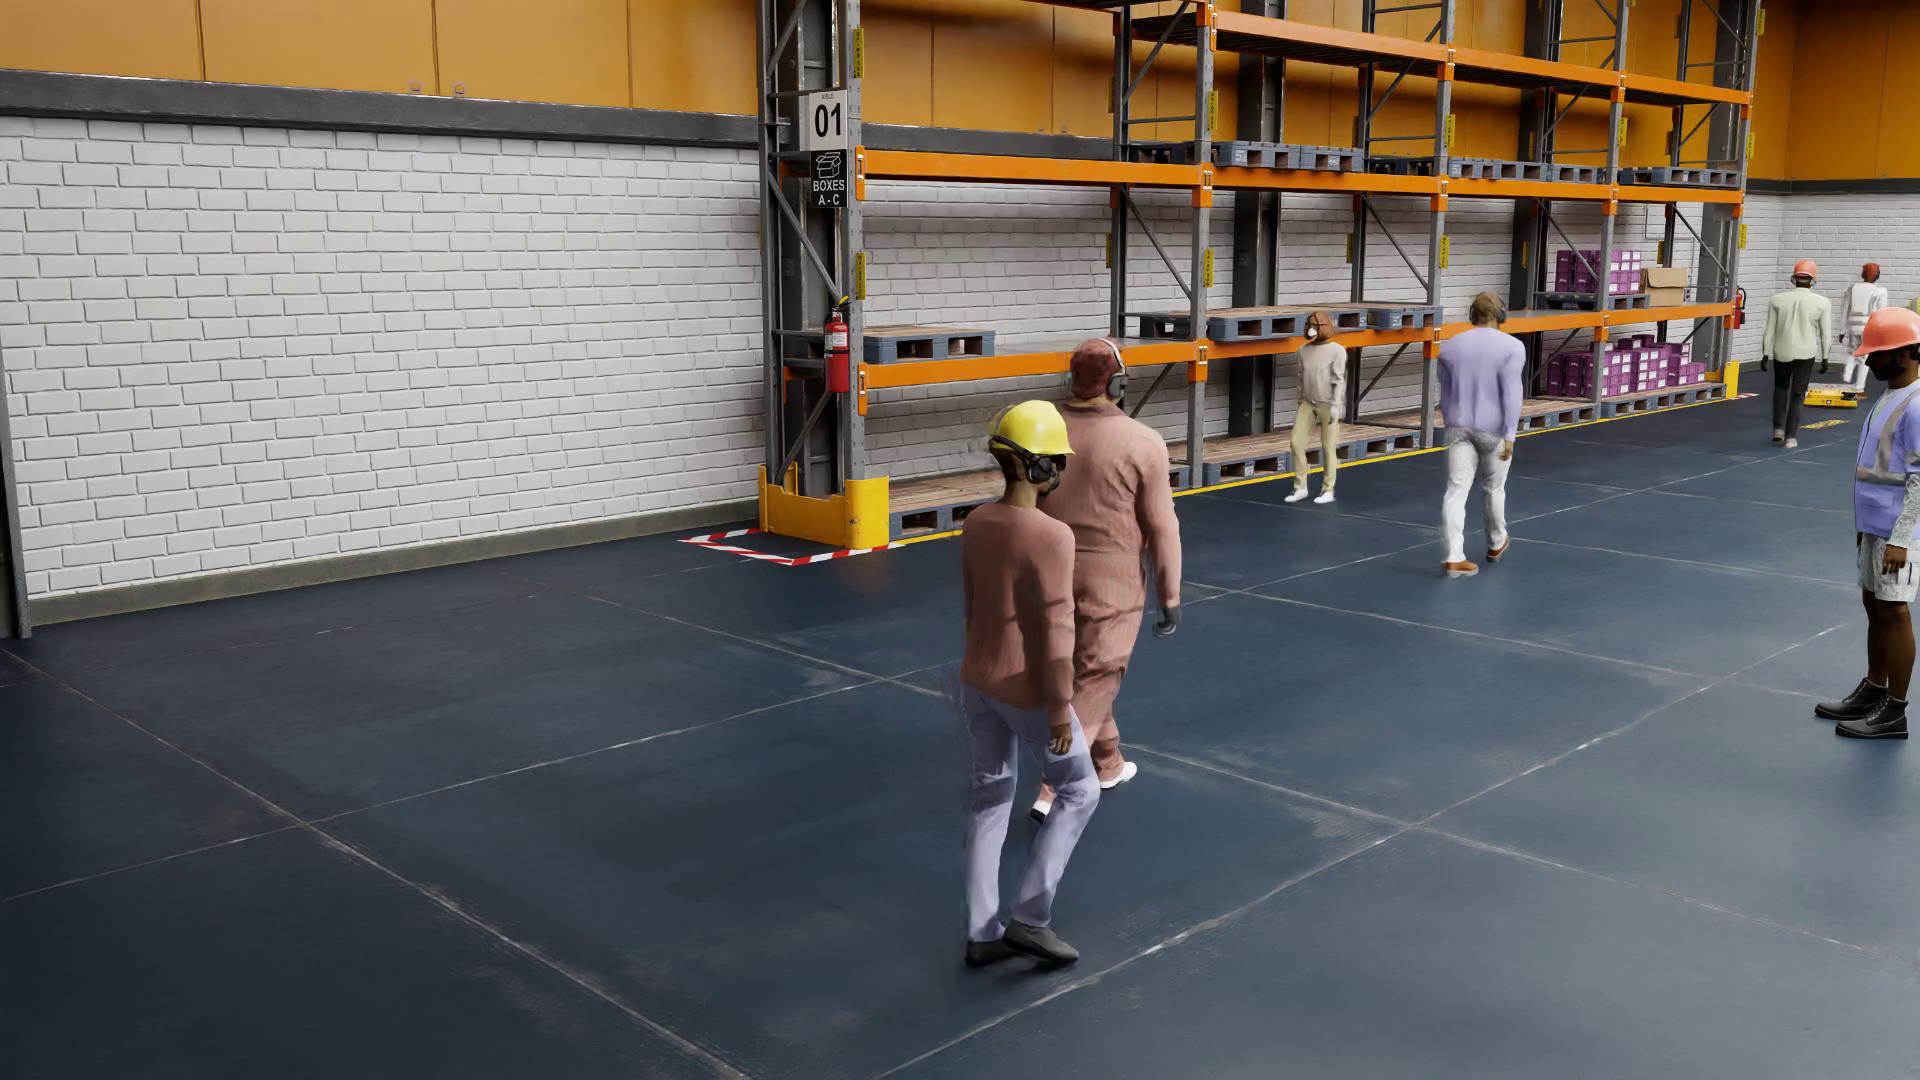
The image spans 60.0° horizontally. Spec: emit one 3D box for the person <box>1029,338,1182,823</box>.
[{"bbox_3d":[0.505,0.162,6.356,0.657,1.865,0.980,7,12,33],"label":"person"}]

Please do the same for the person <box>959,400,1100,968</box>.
[{"bbox_3d":[0.196,0.452,5.062,0.464,1.747,0.550,-7,13,-35],"label":"person"}]

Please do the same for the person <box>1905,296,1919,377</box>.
[{"bbox_3d":[10.792,-2.043,18.429,0.429,1.841,0.634,-9,13,-39],"label":"person"}]

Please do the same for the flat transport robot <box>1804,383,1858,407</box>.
[{"bbox_3d":[11.617,-1.950,22.208,0.652,0.197,1.431,5,12,27],"label":"flat transport robot"}]

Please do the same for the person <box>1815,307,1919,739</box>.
[{"bbox_3d":[4.122,-0.068,7.428,0.375,1.927,0.543,2,11,13],"label":"person"}]

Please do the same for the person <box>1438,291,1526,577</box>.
[{"bbox_3d":[3.486,-0.717,11.147,0.635,1.859,1.031,8,13,38],"label":"person"}]

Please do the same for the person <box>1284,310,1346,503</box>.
[{"bbox_3d":[2.966,-1.096,13.852,0.554,1.616,0.498,-10,14,-44],"label":"person"}]

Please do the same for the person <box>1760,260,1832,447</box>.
[{"bbox_3d":[8.924,-1.983,17.723,0.659,1.974,0.584,7,13,35],"label":"person"}]

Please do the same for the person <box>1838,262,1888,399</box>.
[{"bbox_3d":[12.369,-2.853,22.756,0.408,1.870,0.592,-7,13,-35],"label":"person"}]
